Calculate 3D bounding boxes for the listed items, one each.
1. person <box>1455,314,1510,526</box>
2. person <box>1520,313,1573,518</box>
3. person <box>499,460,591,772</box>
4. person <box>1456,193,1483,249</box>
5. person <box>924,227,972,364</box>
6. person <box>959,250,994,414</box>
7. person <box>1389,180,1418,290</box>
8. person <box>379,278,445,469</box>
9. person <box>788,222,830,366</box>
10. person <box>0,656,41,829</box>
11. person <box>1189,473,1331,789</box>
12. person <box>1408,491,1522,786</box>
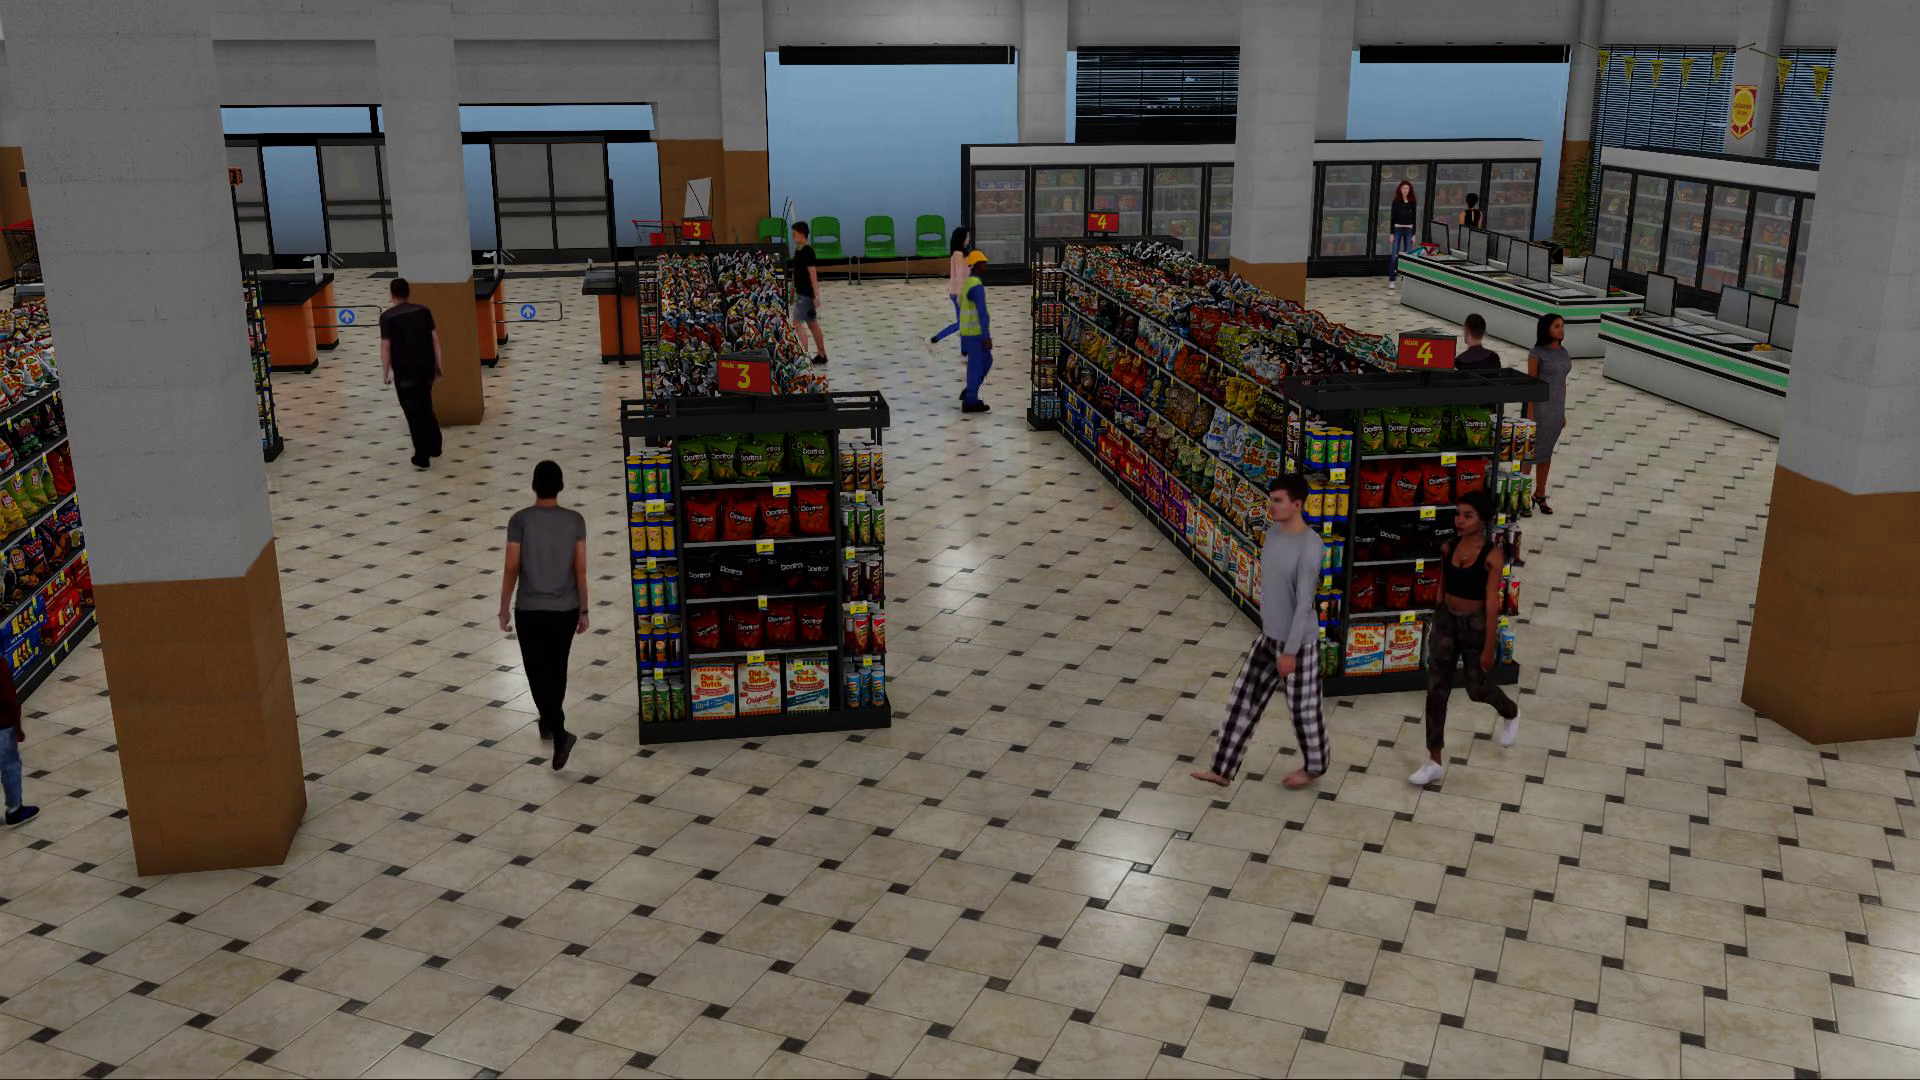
[{"bbox_3d":[4.413,-0.971,14.097,0.781,1.801,1.187,-6,18,-18],"label":"person"},{"bbox_3d":[5.097,-1.091,14.530,0.633,1.779,0.602,-7,18,-23],"label":"person"},{"bbox_3d":[-2.356,0.436,9.593,0.857,1.726,1.168,-9,19,-26],"label":"person"},{"bbox_3d":[8.380,-4.901,27.380,0.603,1.602,0.559,-6,18,-18],"label":"person"},{"bbox_3d":[-0.094,-3.109,21.231,0.822,1.746,0.954,-1,17,-2],"label":"person"},{"bbox_3d":[0.085,-2.300,18.466,0.720,1.805,0.555,-3,17,-8],"label":"person"},{"bbox_3d":[7.328,-5.049,27.552,0.625,1.788,0.616,1,17,4],"label":"person"},{"bbox_3d":[-5.251,-1.596,16.109,0.809,1.829,0.832,-15,23,-41],"label":"person"},{"bbox_3d":[-1.846,-3.093,21.037,0.855,1.829,0.801,-6,18,-20],"label":"person"},{"bbox_3d":[-5.110,0.962,8.687,0.632,1.245,0.750,3,17,11],"label":"person"},{"bbox_3d":[1.876,0.530,9.131,0.909,1.814,1.099,-8,19,-24],"label":"person"},{"bbox_3d":[2.899,0.536,9.353,0.983,1.675,1.109,-13,21,-36],"label":"person"}]
